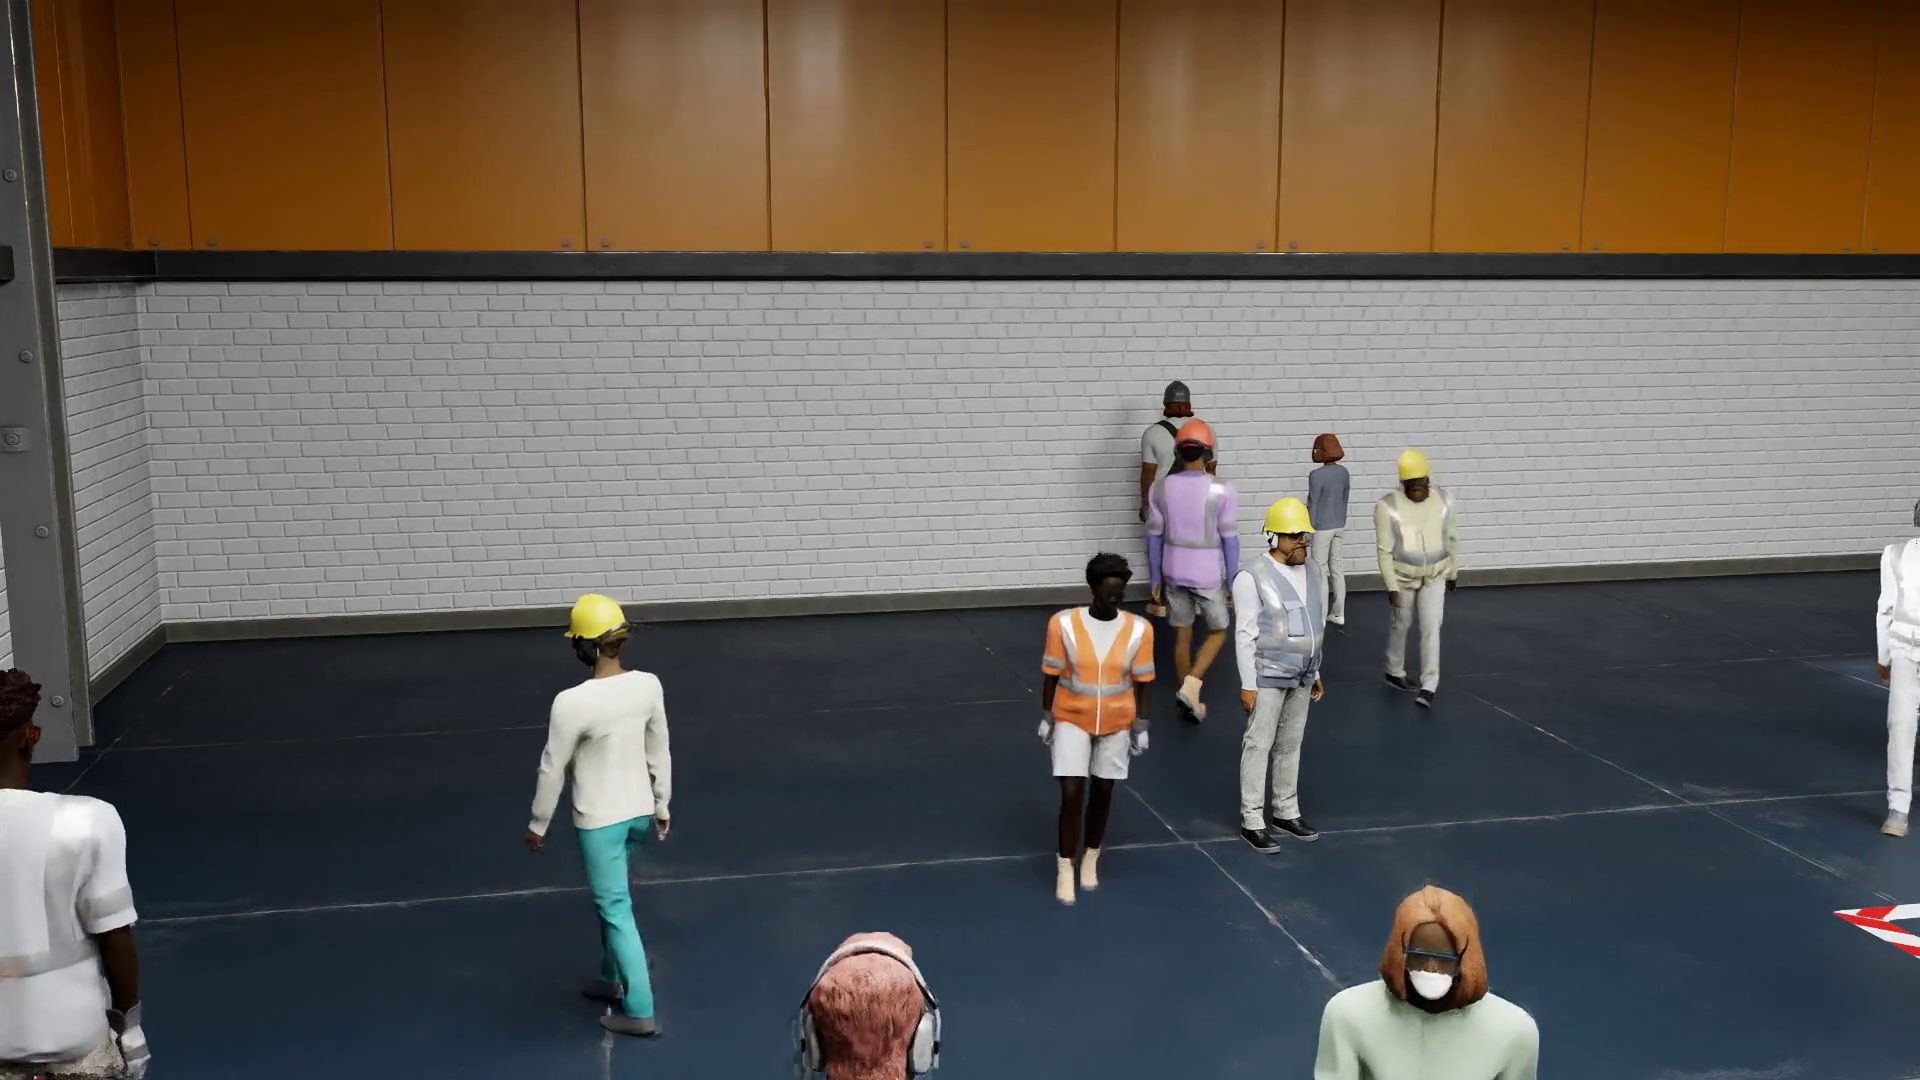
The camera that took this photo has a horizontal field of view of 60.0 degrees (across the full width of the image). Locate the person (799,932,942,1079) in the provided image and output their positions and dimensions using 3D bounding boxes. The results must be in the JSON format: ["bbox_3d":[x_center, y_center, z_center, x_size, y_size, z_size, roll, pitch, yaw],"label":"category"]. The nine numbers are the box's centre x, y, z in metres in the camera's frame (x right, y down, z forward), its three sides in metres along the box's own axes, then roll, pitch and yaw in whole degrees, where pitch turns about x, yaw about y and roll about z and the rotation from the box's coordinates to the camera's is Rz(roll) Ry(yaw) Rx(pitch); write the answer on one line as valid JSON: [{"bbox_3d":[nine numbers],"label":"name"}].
[{"bbox_3d":[-0.124,1.589,2.976,0.683,1.872,0.839,1,9,9],"label":"person"}]

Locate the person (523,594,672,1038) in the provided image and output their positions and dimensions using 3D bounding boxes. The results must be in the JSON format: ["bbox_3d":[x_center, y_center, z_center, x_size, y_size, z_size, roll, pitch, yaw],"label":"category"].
[{"bbox_3d":[-1.439,1.072,6.540,0.661,1.743,0.528,6,11,31],"label":"person"}]

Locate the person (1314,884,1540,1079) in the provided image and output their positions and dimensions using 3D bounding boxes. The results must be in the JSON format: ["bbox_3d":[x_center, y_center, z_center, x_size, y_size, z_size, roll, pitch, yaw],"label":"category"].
[{"bbox_3d":[1.066,1.583,3.905,0.525,1.585,0.863,3,10,18],"label":"person"}]

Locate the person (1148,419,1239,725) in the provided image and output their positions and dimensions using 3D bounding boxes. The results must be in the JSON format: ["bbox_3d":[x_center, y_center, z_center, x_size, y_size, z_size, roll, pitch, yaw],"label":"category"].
[{"bbox_3d":[1.503,0.230,10.797,0.639,2.030,0.588,5,11,28],"label":"person"}]

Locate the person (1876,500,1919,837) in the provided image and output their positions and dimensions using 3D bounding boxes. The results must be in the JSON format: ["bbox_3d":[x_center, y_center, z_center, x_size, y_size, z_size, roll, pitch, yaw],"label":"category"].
[{"bbox_3d":[5.253,0.622,8.968,0.579,1.858,0.886,8,13,42],"label":"person"}]

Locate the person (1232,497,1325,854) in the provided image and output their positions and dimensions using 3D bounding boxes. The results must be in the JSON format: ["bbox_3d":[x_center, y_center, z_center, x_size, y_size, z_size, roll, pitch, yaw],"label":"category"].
[{"bbox_3d":[1.671,0.688,8.618,0.586,1.833,0.404,-7,12,-37],"label":"person"}]

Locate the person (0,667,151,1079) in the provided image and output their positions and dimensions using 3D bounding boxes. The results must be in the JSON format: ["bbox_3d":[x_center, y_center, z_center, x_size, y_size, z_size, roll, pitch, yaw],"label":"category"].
[{"bbox_3d":[-2.548,1.300,4.545,0.625,1.945,0.507,-2,10,-14],"label":"person"}]

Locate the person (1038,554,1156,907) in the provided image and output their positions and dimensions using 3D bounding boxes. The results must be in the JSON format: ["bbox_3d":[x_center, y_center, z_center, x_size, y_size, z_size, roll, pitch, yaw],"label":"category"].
[{"bbox_3d":[0.655,0.890,7.846,0.548,1.666,0.626,-1,9,-3],"label":"person"}]

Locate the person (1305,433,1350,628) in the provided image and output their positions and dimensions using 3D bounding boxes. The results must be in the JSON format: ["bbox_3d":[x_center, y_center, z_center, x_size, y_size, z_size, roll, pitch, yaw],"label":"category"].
[{"bbox_3d":[3.067,-0.079,13.928,0.493,1.624,0.281,-8,12,-41],"label":"person"}]

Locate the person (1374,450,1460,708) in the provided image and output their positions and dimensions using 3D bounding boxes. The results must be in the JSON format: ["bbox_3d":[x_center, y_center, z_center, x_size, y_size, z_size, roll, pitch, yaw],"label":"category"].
[{"bbox_3d":[3.158,0.245,11.512,0.614,1.780,0.822,0,9,3],"label":"person"}]

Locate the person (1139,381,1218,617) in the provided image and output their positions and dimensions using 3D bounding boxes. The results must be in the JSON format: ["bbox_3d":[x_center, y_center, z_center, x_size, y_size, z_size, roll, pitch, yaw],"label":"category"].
[{"bbox_3d":[1.850,-0.363,14.391,0.687,2.000,0.535,-2,10,-13],"label":"person"}]
